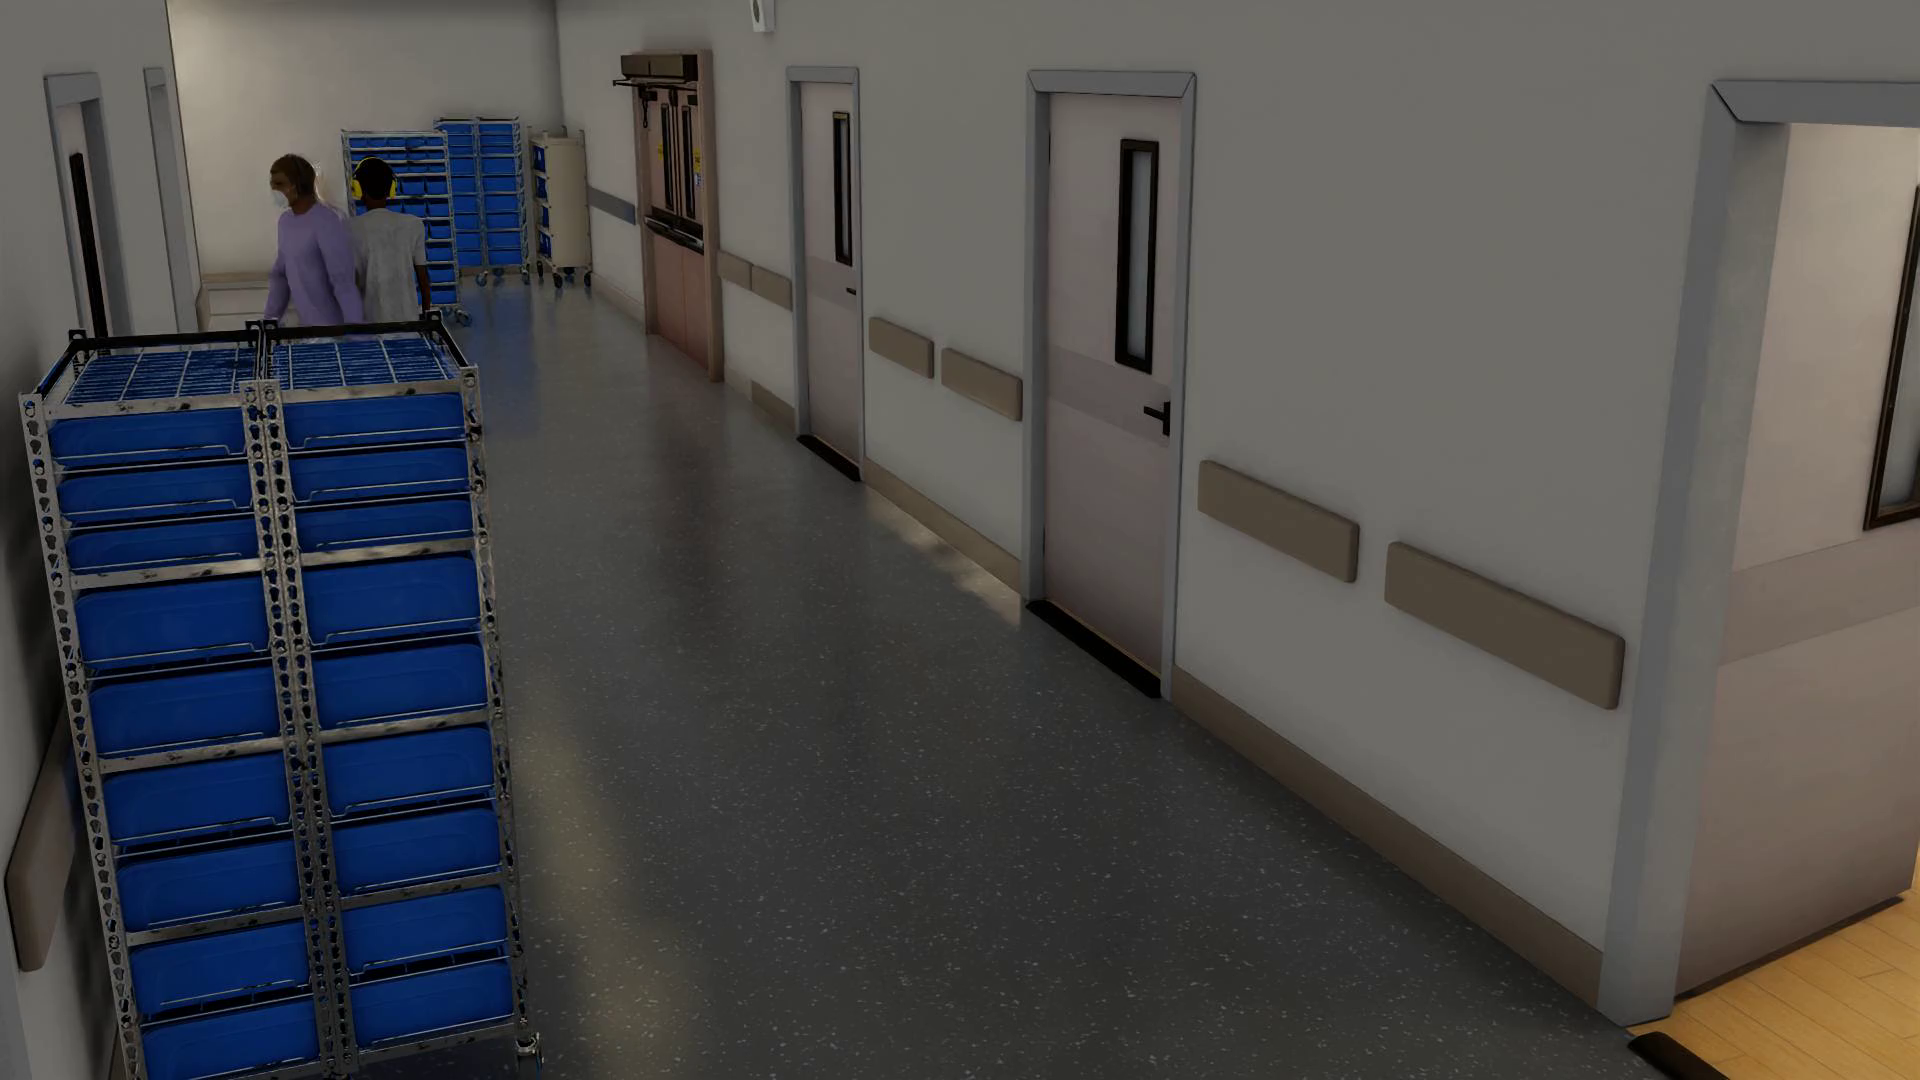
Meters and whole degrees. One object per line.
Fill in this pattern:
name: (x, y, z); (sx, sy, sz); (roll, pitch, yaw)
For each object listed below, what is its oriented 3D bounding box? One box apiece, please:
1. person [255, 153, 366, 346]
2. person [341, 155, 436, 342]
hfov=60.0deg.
person: (-3.578, -1.161, 9.153); (1.019, 1.875, 0.619); (-12, 20, -36)
person: (-3.181, -1.179, 9.240); (0.519, 1.873, 0.328); (-12, 20, -37)
